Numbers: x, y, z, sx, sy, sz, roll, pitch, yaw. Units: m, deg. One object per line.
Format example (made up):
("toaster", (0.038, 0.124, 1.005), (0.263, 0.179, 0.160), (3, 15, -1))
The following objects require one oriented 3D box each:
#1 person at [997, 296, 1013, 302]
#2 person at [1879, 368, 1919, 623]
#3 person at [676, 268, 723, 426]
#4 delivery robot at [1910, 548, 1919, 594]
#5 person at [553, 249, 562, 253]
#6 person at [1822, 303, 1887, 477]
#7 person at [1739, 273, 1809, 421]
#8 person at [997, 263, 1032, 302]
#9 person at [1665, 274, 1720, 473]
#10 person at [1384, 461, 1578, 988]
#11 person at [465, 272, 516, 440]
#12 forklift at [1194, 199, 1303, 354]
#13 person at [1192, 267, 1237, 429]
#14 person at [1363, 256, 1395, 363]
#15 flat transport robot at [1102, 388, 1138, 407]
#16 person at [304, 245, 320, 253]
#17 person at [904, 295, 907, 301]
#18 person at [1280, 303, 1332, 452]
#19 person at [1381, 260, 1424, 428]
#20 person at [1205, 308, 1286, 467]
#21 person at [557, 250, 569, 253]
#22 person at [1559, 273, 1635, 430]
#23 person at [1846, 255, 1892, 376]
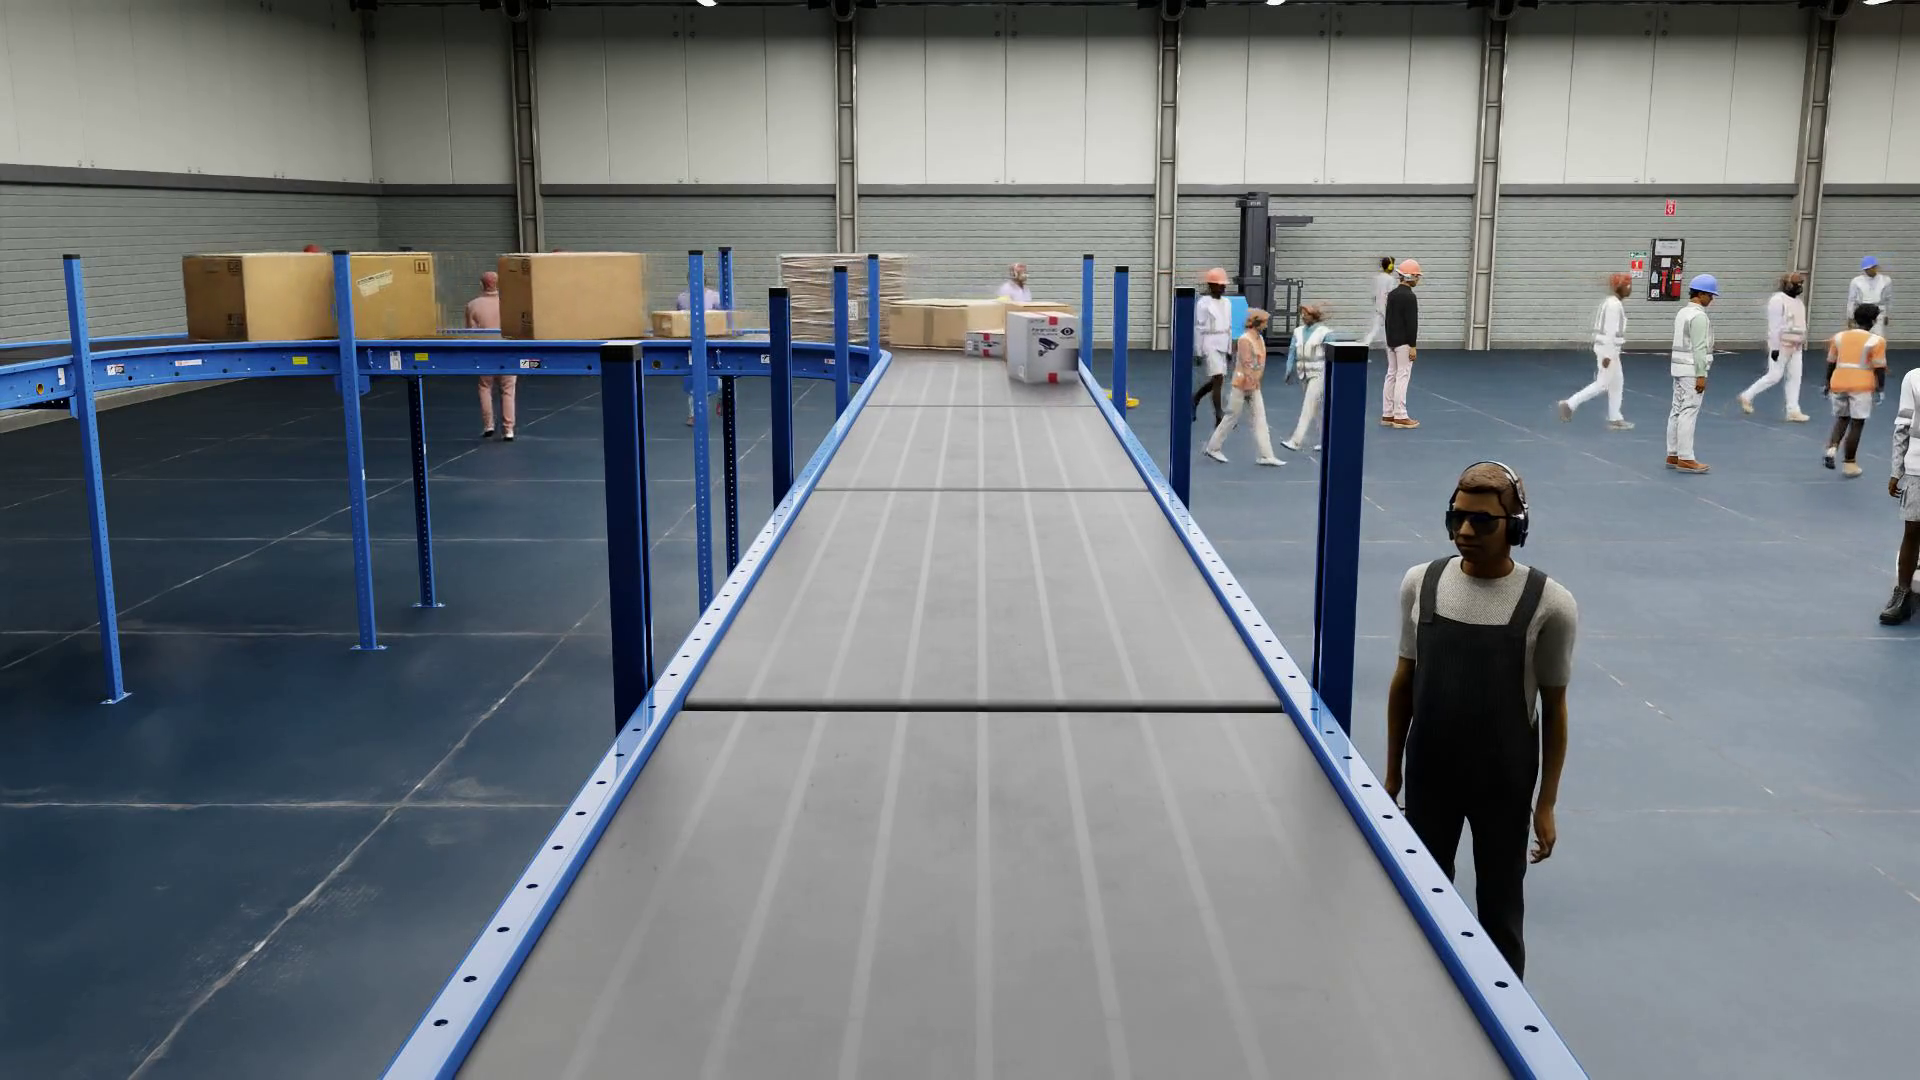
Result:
("person", (0.416, -1.566, 16.604), (0.911, 1.720, 0.534), (6, 12, 28))
("person", (5.981, -0.420, 10.158), (0.553, 1.933, 0.356), (10, 15, 41))
("person", (-3.128, -2.380, 20.310), (0.629, 1.912, 0.779), (3, 11, 15))
("delivery robot", (6.233, 0.216, 10.316), (0.477, 0.478, 0.707), (-7, 13, -32))
("person", (-7.522, -4.522, 31.317), (0.648, 1.904, 0.401), (-4, 12, -20))
("person", (8.697, -1.464, 16.175), (0.381, 1.672, 0.589), (-7, 13, -30))
("person", (10.178, -2.401, 20.624), (0.632, 1.821, 0.778), (-7, 13, -33))
("person", (0.839, -2.760, 22.316), (0.794, 1.879, 0.686), (8, 13, 34))
("person", (7.256, -1.654, 16.490), (0.399, 1.939, 0.602), (1, 11, 4))
("person", (1.432, 0.691, 4.677), (0.504, 1.847, 0.345), (7, 13, 34))
("person", (-5.255, -2.081, 18.834), (0.655, 1.888, 0.614), (-5, 12, -22))
("forklift", (5.313, -4.851, 30.603), (1.873, 2.768, 1.129), (0, 11, 1))
("person", (3.003, -2.311, 19.946), (0.551, 1.912, 0.823), (-10, 15, -41))
("person", (7.282, -3.975, 28.709), (0.951, 1.833, 0.533), (-5, 12, -24))
("flat transport robot", (1.660, -1.825, 21.775), (0.652, 0.197, 1.431), (9, 14, 40))
("person", (-10.564, -3.814, 27.321), (0.382, 2.039, 0.615), (3, 11, 15))
("person", (-0.661, -2.189, 19.826), (0.621, 1.722, 0.497), (7, 13, 32))
("person", (3.719, -1.724, 17.743), (0.894, 1.589, 0.515), (-7, 13, -32))
("person", (5.317, -2.356, 19.955), (0.390, 1.990, 0.623), (-2, 11, -12))
("person", (2.898, -1.561, 16.911), (0.844, 1.594, 0.532), (7, 13, 33))
("person", (-6.217, -3.587, 26.308), (0.454, 1.989, 0.626), (7, 13, 32))
("person", (7.621, -2.245, 19.759), (0.786, 1.857, 0.620), (4, 12, 22))
("person", (14.270, -3.516, 26.146), (0.632, 1.900, 0.583), (4, 12, 22))
